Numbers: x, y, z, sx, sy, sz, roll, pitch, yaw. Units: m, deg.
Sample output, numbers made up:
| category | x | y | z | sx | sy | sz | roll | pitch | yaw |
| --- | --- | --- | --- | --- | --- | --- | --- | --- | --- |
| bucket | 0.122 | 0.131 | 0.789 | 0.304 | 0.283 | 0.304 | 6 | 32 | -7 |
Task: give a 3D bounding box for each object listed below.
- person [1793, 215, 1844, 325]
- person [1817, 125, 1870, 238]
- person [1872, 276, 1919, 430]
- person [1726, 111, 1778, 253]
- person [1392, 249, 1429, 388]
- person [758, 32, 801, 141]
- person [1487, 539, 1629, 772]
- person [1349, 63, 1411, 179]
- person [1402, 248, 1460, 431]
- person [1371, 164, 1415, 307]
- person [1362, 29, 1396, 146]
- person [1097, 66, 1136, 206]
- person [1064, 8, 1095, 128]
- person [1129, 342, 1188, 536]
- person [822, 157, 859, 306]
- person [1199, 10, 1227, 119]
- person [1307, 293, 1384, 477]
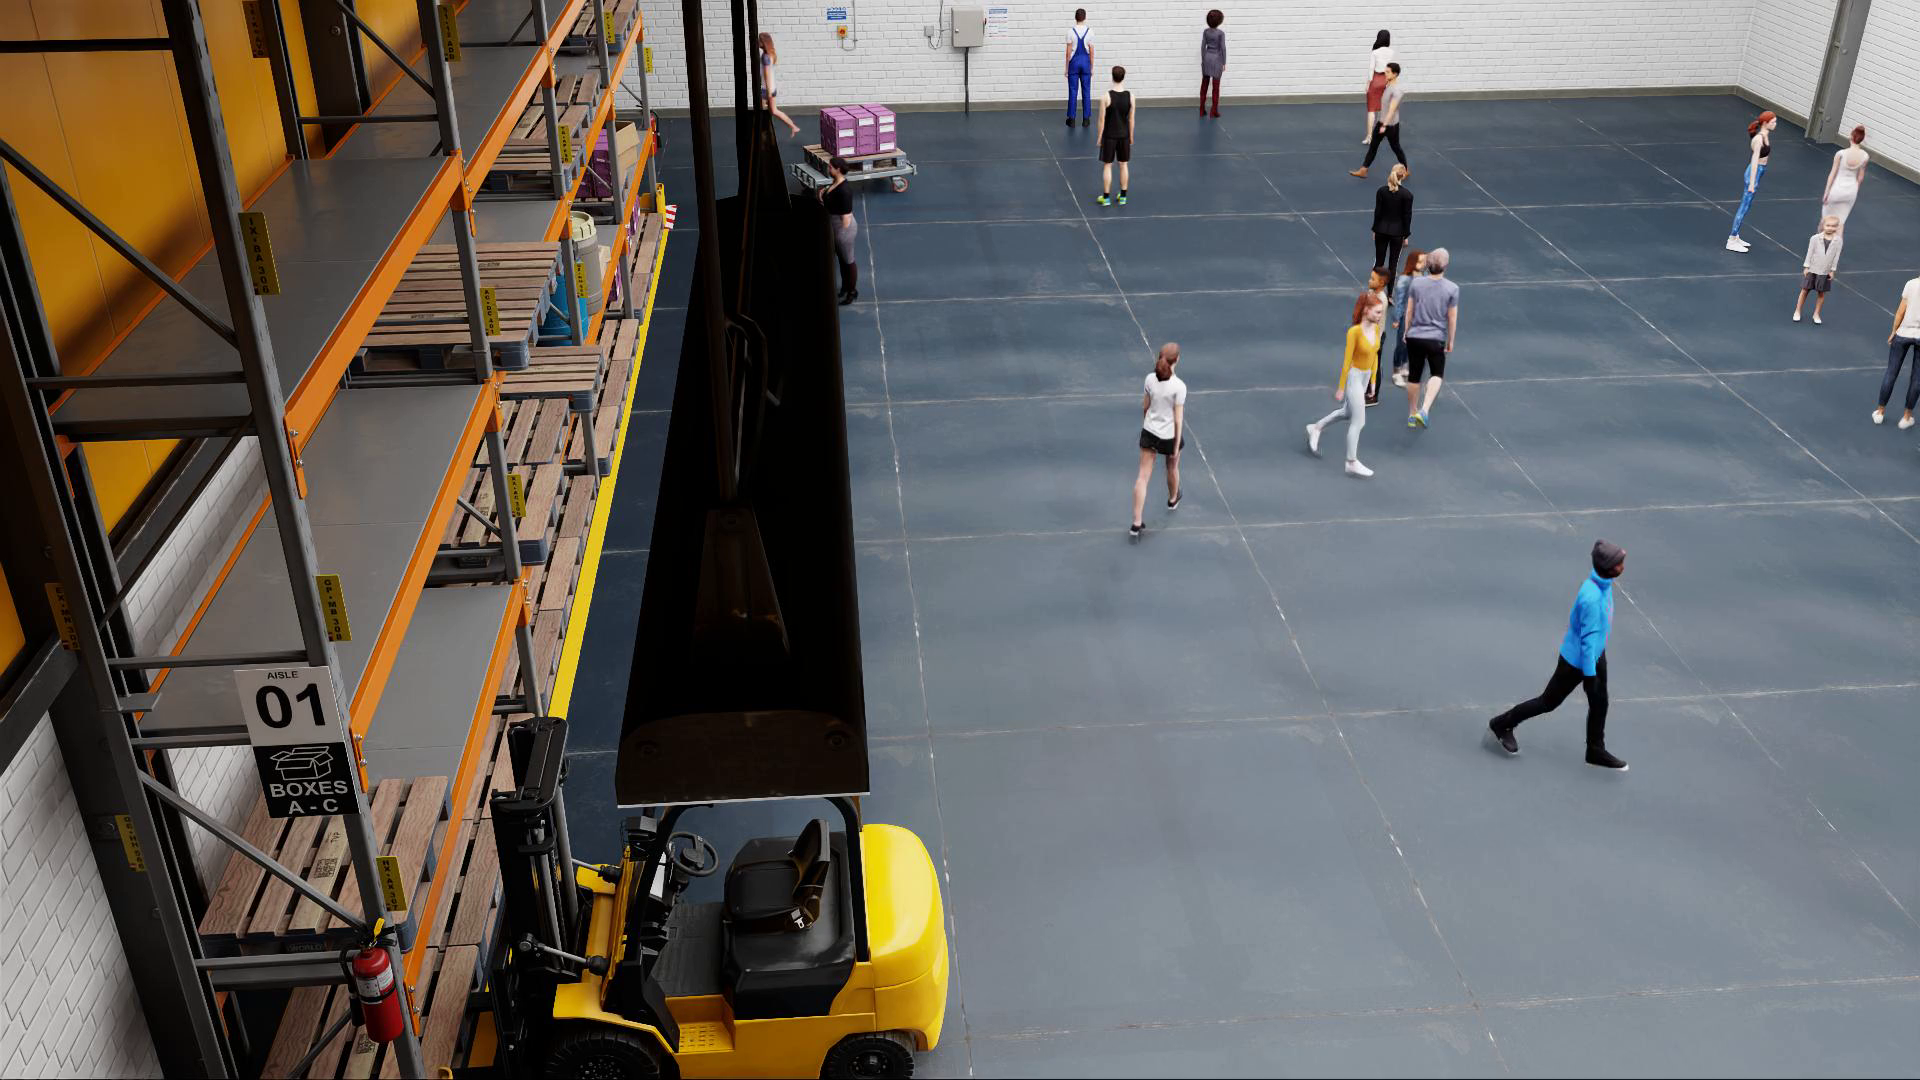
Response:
| category | x | y | z | sx | sy | sz | roll | pitch | yaw |
| --- | --- | --- | --- | --- | --- | --- | --- | --- | --- |
| person | 9.927 | -3.139 | 19.196 | 0.588 | 1.273 | 0.628 | 11 | 31 | 20 |
| person | 10.983 | -4.230 | 20.685 | 0.800 | 1.764 | 1.063 | 6 | 29 | 12 |
| person | 9.484 | -1.989 | 16.528 | 0.668 | 1.809 | 0.698 | 17 | 33 | 29 |
| person | 10.190 | -4.618 | 21.374 | 0.735 | 1.784 | 0.653 | 15 | 32 | 26 |
| person | 4.734 | -2.364 | 17.566 | 0.643 | 1.474 | 0.630 | -15 | 32 | -25 |
| person | -2.901 | -6.994 | 25.818 | 0.766 | 1.700 | 1.021 | 2 | 29 | 4 |
| person | 4.176 | 0.804 | 11.459 | 1.171 | 1.760 | 1.183 | 18 | 34 | 30 |
| person | 6.282 | -6.012 | 24.041 | 0.759 | 1.677 | 1.104 | -6 | 29 | -10 |
| person | 4.573 | -1.934 | 16.361 | 0.907 | 1.873 | 1.002 | 14 | 31 | 24 |
| person | 5.051 | -3.579 | 19.552 | 0.704 | 1.706 | 0.730 | 16 | 32 | 27 |
| person | 6.495 | -7.033 | 25.838 | 0.648 | 1.749 | 0.586 | -9 | 30 | -16 |
| person | 2.166 | -5.602 | 23.071 | 0.683 | 1.888 | 0.583 | -5 | 29 | -10 |
| person | 1.916 | -7.625 | 26.820 | 0.622 | 1.849 | 0.551 | -2 | 29 | -3 |
| person | 1.709 | -0.841 | 14.536 | 0.998 | 1.702 | 1.228 | 13 | 31 | 23 |
| person | -1.381 | -3.661 | 19.647 | 0.773 | 1.758 | 0.612 | -7 | 29 | -13 |
| person | 4.150 | -7.838 | 27.356 | 0.662 | 1.708 | 0.711 | 20 | 34 | 32 |
| person | 3.678 | -1.508 | 15.739 | 1.030 | 1.721 | 1.176 | -21 | 35 | -33 |
